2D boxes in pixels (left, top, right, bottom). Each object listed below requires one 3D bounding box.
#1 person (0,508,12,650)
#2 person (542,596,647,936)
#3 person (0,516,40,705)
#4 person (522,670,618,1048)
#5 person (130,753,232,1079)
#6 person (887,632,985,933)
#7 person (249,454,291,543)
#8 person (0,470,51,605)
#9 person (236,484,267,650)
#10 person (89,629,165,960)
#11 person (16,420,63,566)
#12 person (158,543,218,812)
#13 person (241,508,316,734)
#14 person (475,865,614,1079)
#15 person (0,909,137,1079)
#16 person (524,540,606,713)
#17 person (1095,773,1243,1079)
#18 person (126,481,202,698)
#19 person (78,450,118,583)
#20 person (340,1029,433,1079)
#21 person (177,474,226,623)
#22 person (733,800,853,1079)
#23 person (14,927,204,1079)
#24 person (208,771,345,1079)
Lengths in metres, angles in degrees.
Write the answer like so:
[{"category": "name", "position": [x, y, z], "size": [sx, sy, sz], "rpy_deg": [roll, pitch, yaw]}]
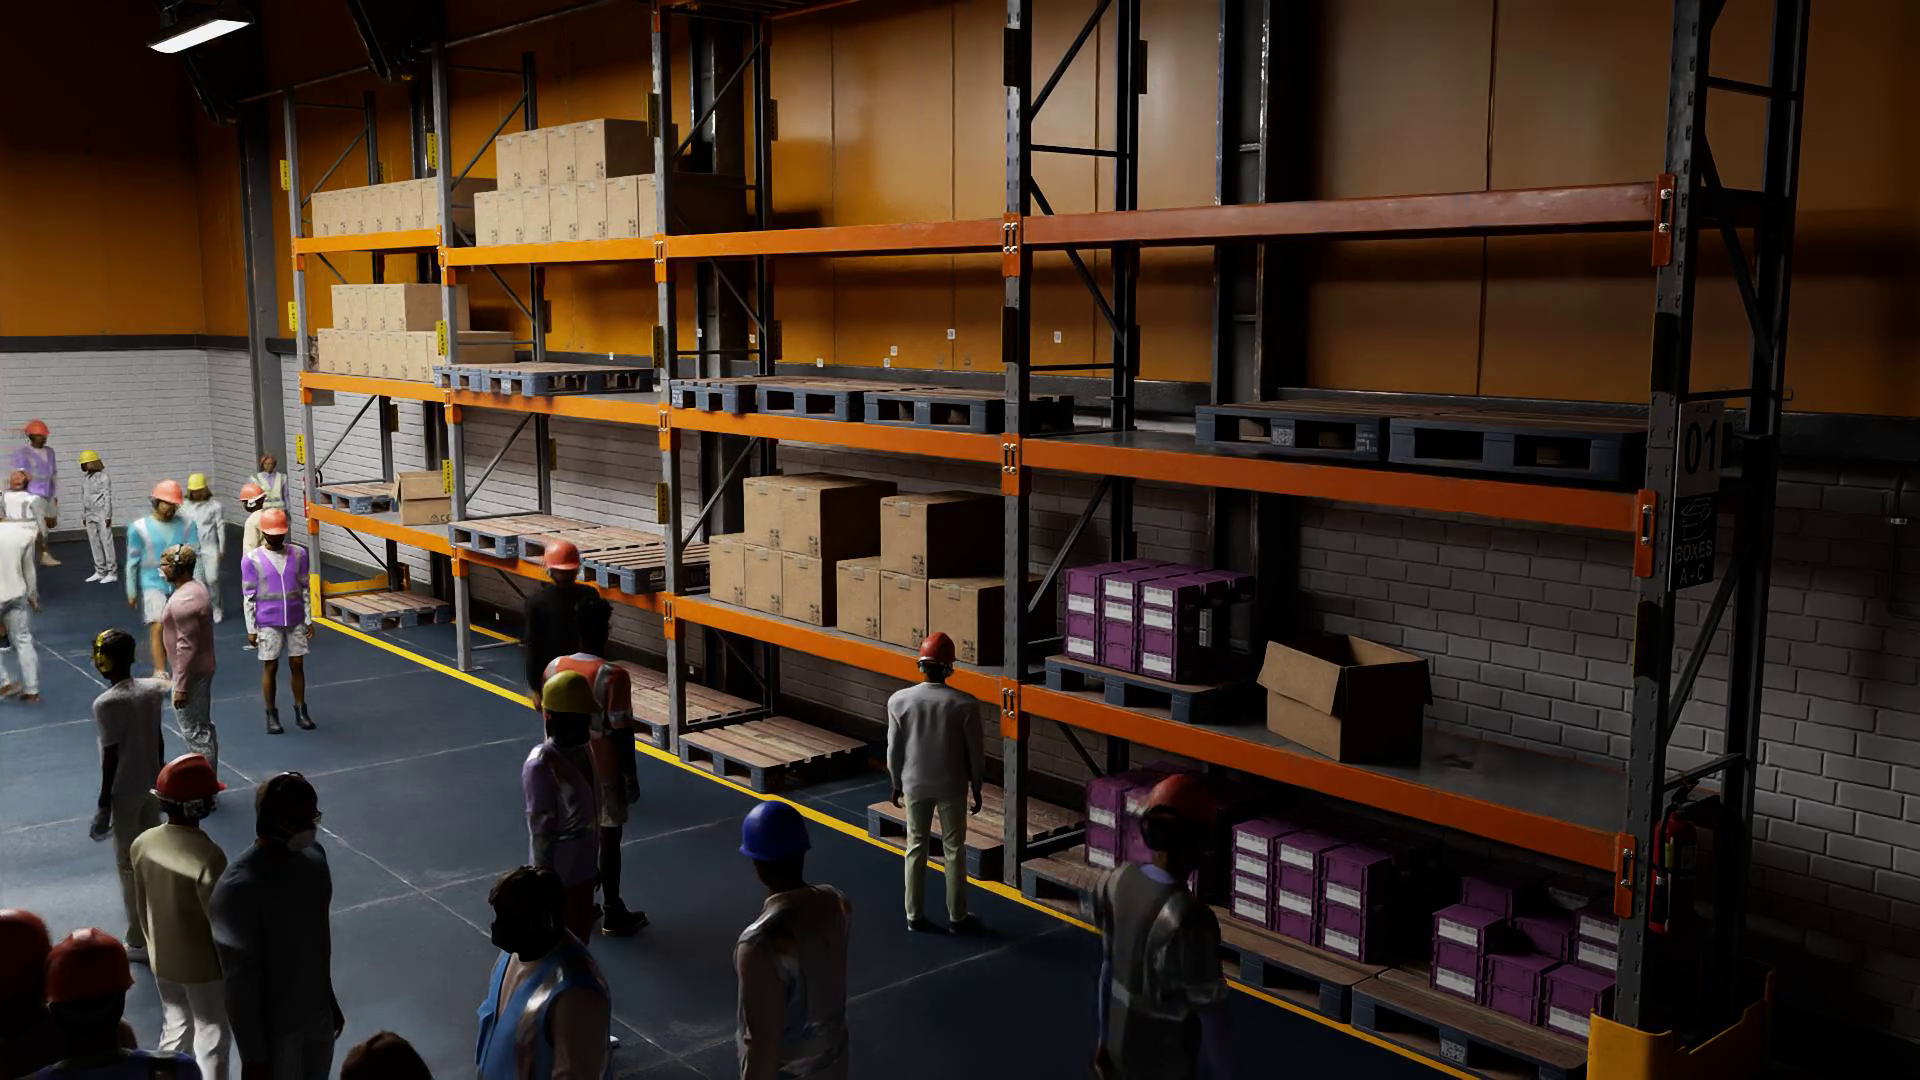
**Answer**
[{"category": "person", "position": [-10.125, 0.218, 17.144], "size": [0.368, 1.958, 0.611], "rpy_deg": [1, 8, 8]}, {"category": "person", "position": [-2.106, 1.295, 9.597], "size": [0.616, 1.963, 0.361], "rpy_deg": [4, 9, 26]}, {"category": "person", "position": [-8.635, 0.558, 14.957], "size": [0.625, 1.895, 0.756], "rpy_deg": [4, 9, 28]}, {"category": "person", "position": [-1.844, 1.560, 7.893], "size": [0.370, 1.925, 0.595], "rpy_deg": [1, 8, 8]}, {"category": "person", "position": [-3.233, 1.767, 7.059], "size": [0.559, 1.751, 0.326], "rpy_deg": [4, 9, 28]}, {"category": "person", "position": [-0.134, 1.398, 9.620], "size": [0.572, 1.750, 0.331], "rpy_deg": [1, 8, 10]}, {"category": "person", "position": [-9.127, -0.327, 22.012], "size": [0.522, 1.636, 0.310], "rpy_deg": [-7, 11, -39]}, {"category": "person", "position": [-11.204, -0.032, 20.005], "size": [0.542, 1.609, 0.673], "rpy_deg": [1, 8, 9]}, {"category": "person", "position": [-7.368, 0.278, 17.454], "size": [0.355, 1.742, 0.574], "rpy_deg": [0, 8, -2]}, {"category": "person", "position": [-4.586, 1.418, 9.195], "size": [0.434, 1.868, 0.580], "rpy_deg": [2, 8, 11]}, {"category": "person", "position": [-12.731, -0.649, 22.897], "size": [0.671, 2.031, 0.605], "rpy_deg": [2, 8, 15]}, {"category": "person", "position": [-5.499, 0.984, 11.859], "size": [0.372, 1.940, 0.630], "rpy_deg": [-3, 9, -18]}, {"category": "person", "position": [-5.739, 0.680, 14.038], "size": [0.549, 1.924, 0.386], "rpy_deg": [-7, 11, -40]}, {"category": "person", "position": [-1.367, 1.955, 5.500], "size": [0.431, 1.835, 0.623], "rpy_deg": [-6, 10, -34]}, {"category": "person", "position": [-2.628, 1.990, 4.713], "size": [0.618, 1.986, 0.408], "rpy_deg": [-4, 9, -23]}, {"category": "person", "position": [-2.766, 0.977, 11.759], "size": [0.659, 1.980, 0.434], "rpy_deg": [-7, 11, -42]}, {"category": "person", "position": [0.816, 1.824, 5.860], "size": [0.929, 1.982, 0.680], "rpy_deg": [-2, 9, -17]}, {"category": "person", "position": [-7.404, 0.436, 15.517], "size": [1.026, 1.979, 0.619], "rpy_deg": [8, 11, 44]}, {"category": "person", "position": [-11.205, -0.307, 21.556], "size": [0.491, 1.732, 0.324], "rpy_deg": [3, 9, 22]}, {"category": "person", "position": [-1.591, 2.165, 4.739], "size": [0.552, 1.622, 0.303], "rpy_deg": [4, 9, 24]}, {"category": "person", "position": [-8.532, 0.105, 18.709], "size": [0.480, 1.723, 0.406], "rpy_deg": [-1, 8, -4]}, {"category": "person", "position": [-0.590, 1.856, 5.774], "size": [0.402, 1.943, 0.608], "rpy_deg": [4, 9, 25]}, {"category": "person", "position": [-2.368, 2.025, 4.647], "size": [0.543, 1.932, 0.365], "rpy_deg": [-4, 9, -28]}, {"category": "person", "position": [-2.503, 1.802, 6.198], "size": [0.371, 1.934, 0.627], "rpy_deg": [1, 8, 6]}]
